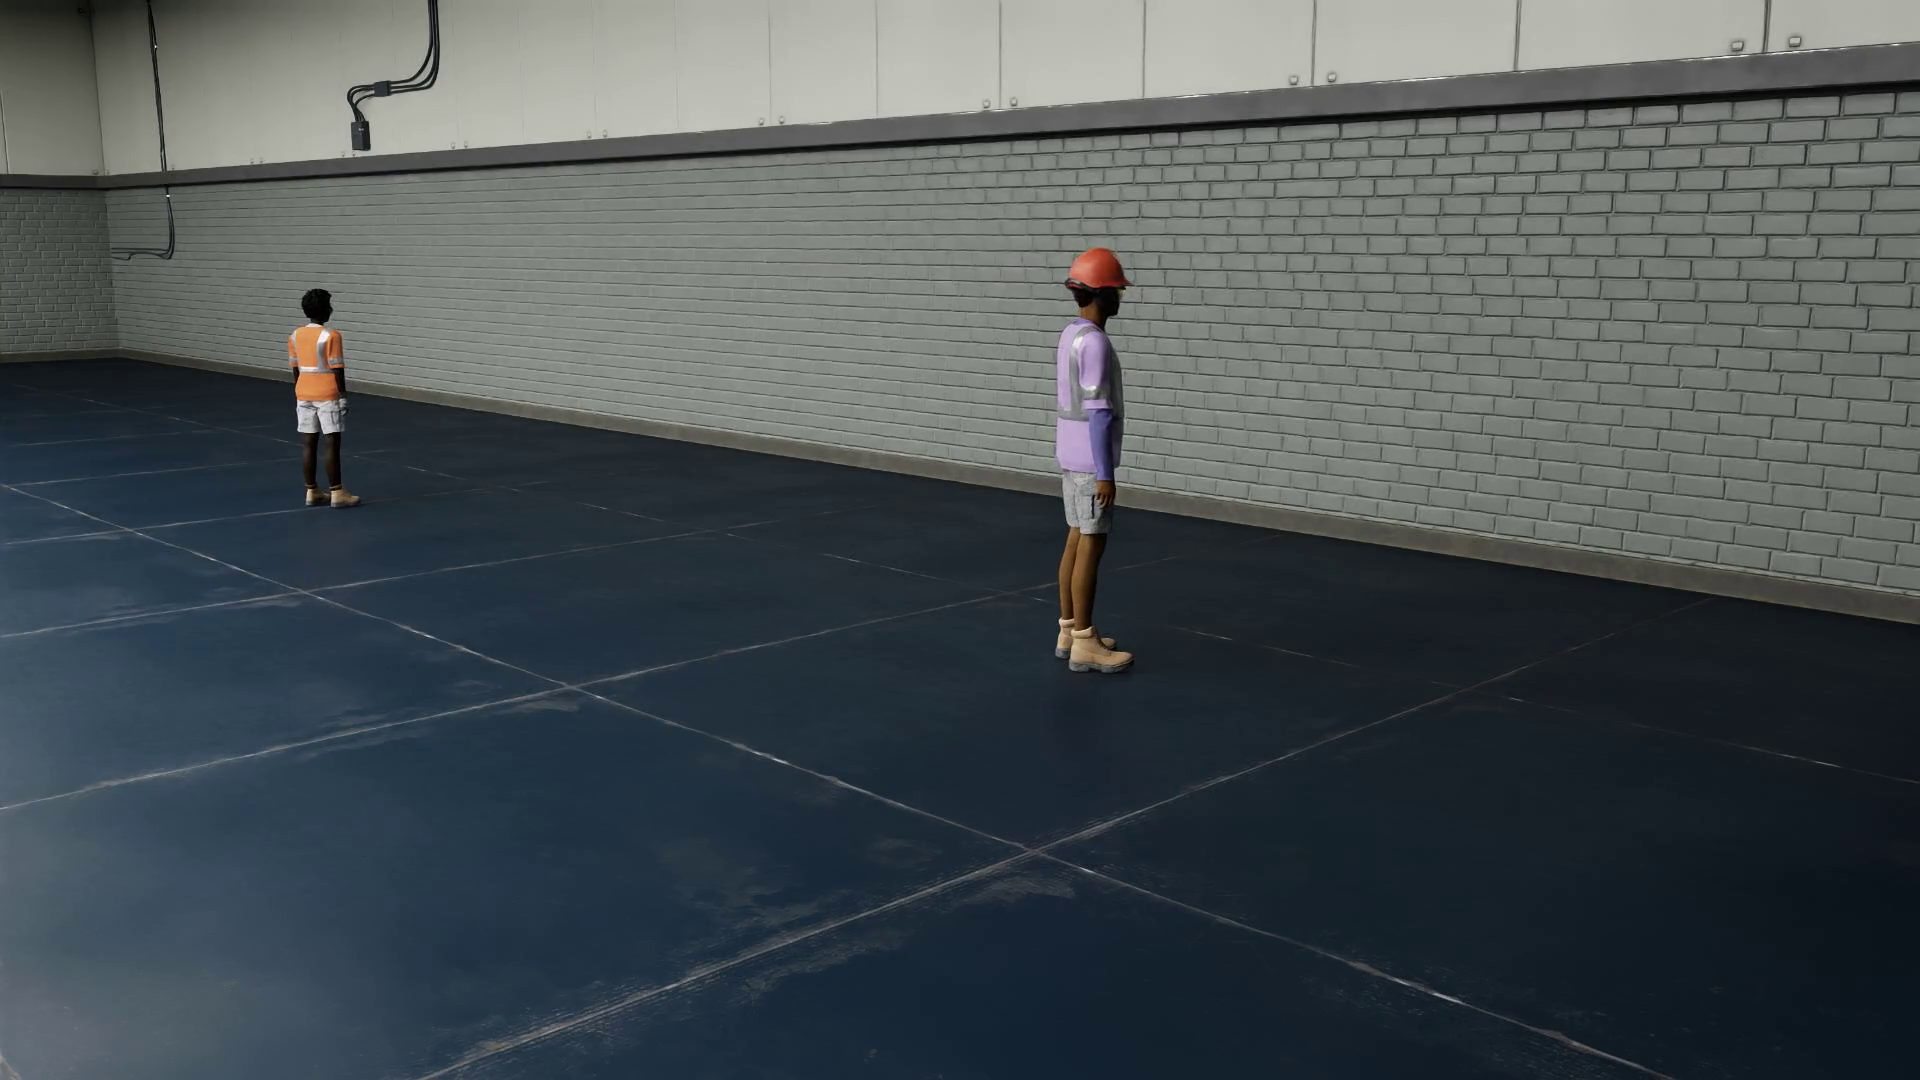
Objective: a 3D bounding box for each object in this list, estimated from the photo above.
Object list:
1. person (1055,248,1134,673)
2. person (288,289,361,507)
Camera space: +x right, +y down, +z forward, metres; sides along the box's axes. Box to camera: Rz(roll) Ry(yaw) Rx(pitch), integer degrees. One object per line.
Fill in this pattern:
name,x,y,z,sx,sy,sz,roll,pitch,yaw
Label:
person,0.666,-0.392,8.152,0.372,2.043,0.615,-2,11,-9
person,-4.998,-1.111,13.019,0.535,1.697,0.322,5,12,27
